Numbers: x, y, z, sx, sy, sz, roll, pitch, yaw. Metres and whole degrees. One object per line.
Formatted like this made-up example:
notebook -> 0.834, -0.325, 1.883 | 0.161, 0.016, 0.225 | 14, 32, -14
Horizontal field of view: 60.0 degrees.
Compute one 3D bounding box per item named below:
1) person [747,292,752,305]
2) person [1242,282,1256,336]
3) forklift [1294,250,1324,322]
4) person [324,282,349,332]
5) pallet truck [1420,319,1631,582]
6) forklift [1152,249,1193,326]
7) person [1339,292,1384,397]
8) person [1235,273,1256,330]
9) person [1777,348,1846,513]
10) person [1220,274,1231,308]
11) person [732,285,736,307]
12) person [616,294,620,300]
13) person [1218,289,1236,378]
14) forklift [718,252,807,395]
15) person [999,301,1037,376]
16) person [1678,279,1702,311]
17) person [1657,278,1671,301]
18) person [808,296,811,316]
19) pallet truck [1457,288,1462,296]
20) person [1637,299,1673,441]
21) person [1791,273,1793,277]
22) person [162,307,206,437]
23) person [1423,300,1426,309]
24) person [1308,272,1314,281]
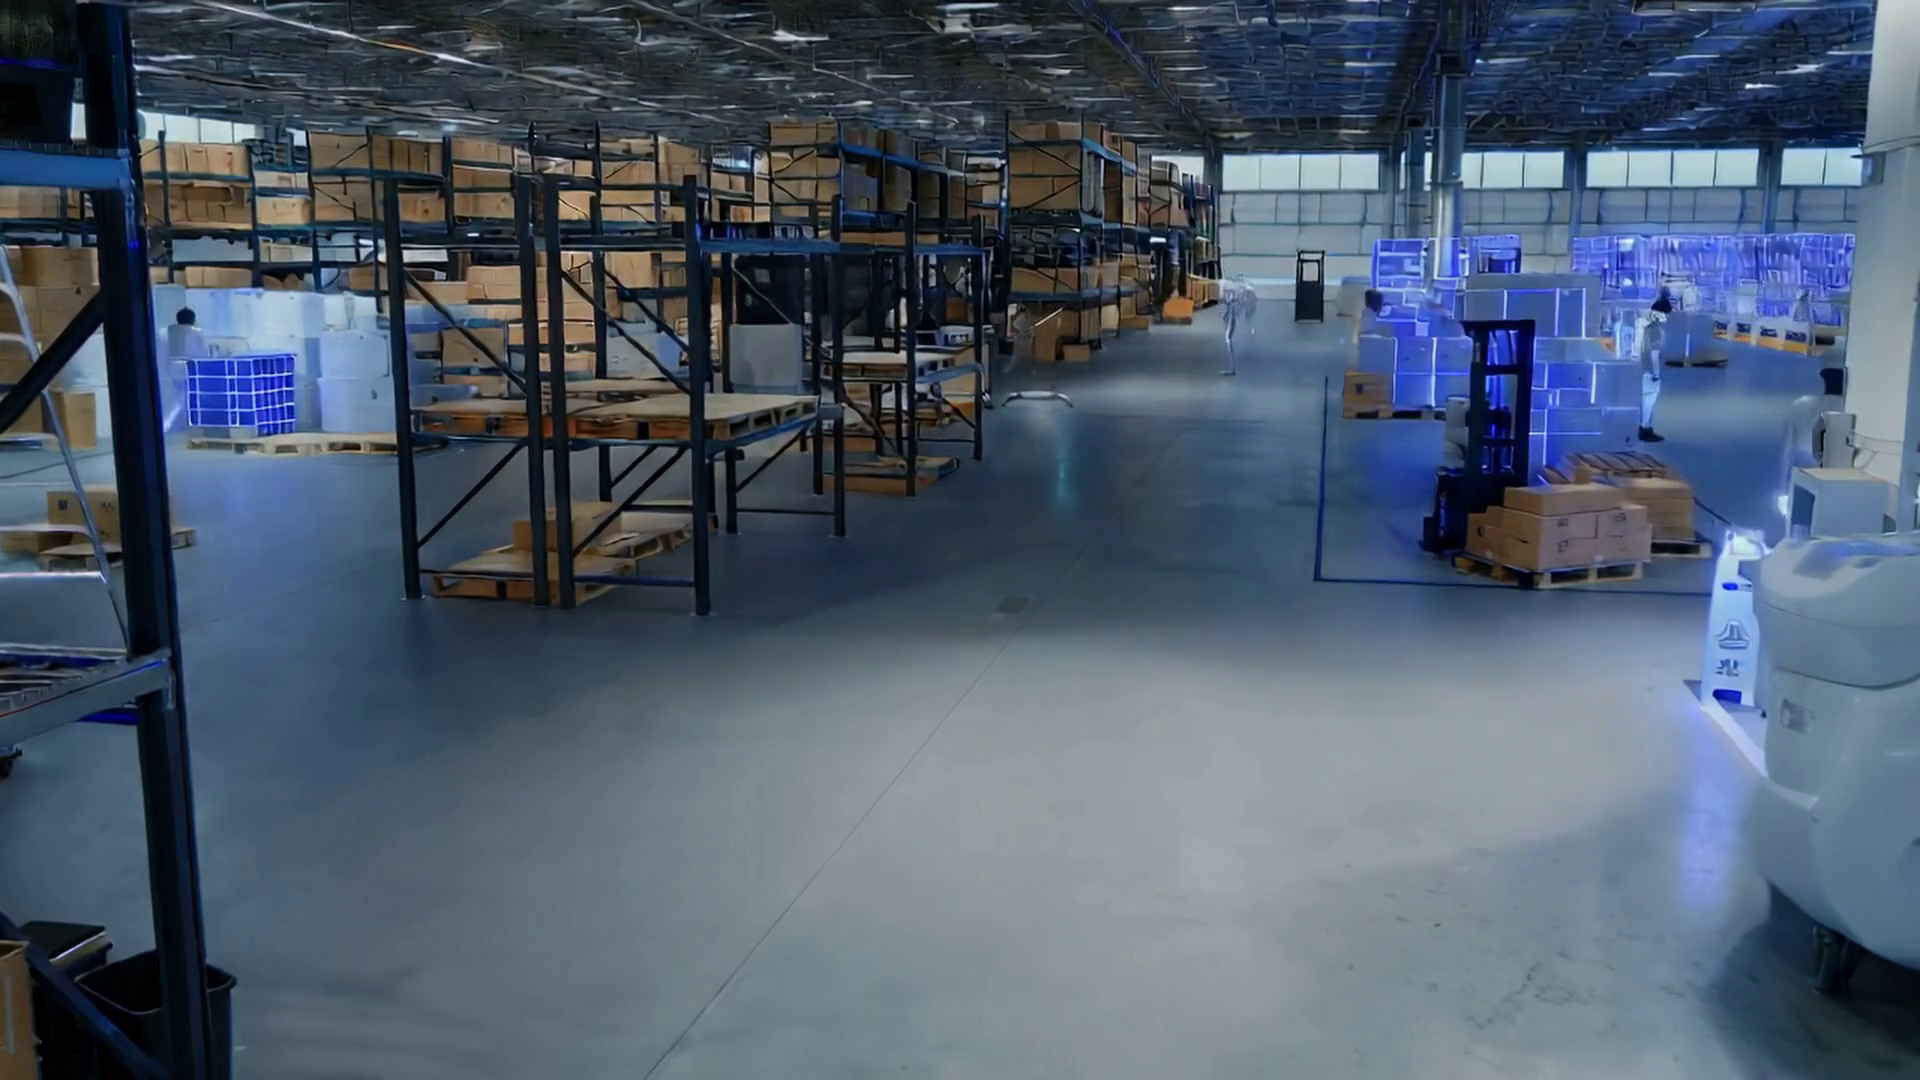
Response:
person -> -5.937, -6.137, 45.355 | 0.543, 1.932, 0.376 | 3, 10, 15
person -> 9.257, -7.369, 53.187 | 0.530, 1.752, 0.554 | -3, 10, -19
forklift -> 13.778, -10.002, 65.433 | 1.129, 2.768, 1.873 | 2, 10, 12
person -> -14.440, -4.970, 38.420 | 0.635, 1.939, 0.361 | -2, 10, -9
pallet truck -> 4.543, -0.757, 13.299 | 0.823, 1.965, 1.885 | -4, 10, -22
forklift -> 7.646, -9.320, 61.395 | 1.873, 2.768, 1.129 | 2, 10, 11
person -> 7.175, -3.400, 29.216 | 0.975, 1.917, 0.600 | 4, 10, 22
person -> 9.771, -8.265, 57.795 | 1.042, 1.992, 0.630 | 3, 10, 18
person -> 5.803, -0.328, 11.113 | 0.637, 1.887, 0.638 | 6, 11, 30
person -> 13.385, -12.531, 83.738 | 0.531, 1.744, 0.721 | 3, 10, 19
person -> -5.490, -5.182, 39.892 | 0.998, 1.863, 0.623 | 4, 10, 23
person -> -8.453, -5.245, 40.966 | 0.524, 1.632, 0.314 | 0, 10, 0
person -> 5.626, -4.334, 34.882 | 0.334, 1.865, 0.521 | 0, 10, 0
forklift -> -3.590, -4.015, 29.984 | 1.129, 2.768, 1.873 | 2, 10, 12
person -> 1.269, -4.295, 35.466 | 0.887, 1.587, 0.516 | -3, 10, -15
person -> 22.879, -7.243, 52.130 | 0.675, 1.851, 0.999 | 3, 10, 16
person -> 24.573, -8.230, 58.093 | 0.403, 1.818, 0.600 | 6, 11, 32
person -> -5.628, -9.153, 64.123 | 0.493, 1.624, 0.280 | 0, 10, -2
pallet truck -> 20.506, -9.785, 68.819 | 0.653, 1.274, 1.630 | 2, 10, 12
person -> 9.512, -2.320, 22.766 | 0.373, 1.928, 0.543 | 2, 10, 14
person -> 39.847, -11.880, 79.638 | 0.595, 1.837, 0.404 | -4, 10, -21
person -> -10.642, -2.283, 22.862 | 0.640, 1.824, 0.592 | 2, 10, 13
person -> 15.816, -7.803, 56.125 | 0.279, 1.624, 0.494 | -6, 12, -34
person -> 19.201, -13.769, 91.071 | 0.342, 1.749, 0.573 | 3, 10, 16
